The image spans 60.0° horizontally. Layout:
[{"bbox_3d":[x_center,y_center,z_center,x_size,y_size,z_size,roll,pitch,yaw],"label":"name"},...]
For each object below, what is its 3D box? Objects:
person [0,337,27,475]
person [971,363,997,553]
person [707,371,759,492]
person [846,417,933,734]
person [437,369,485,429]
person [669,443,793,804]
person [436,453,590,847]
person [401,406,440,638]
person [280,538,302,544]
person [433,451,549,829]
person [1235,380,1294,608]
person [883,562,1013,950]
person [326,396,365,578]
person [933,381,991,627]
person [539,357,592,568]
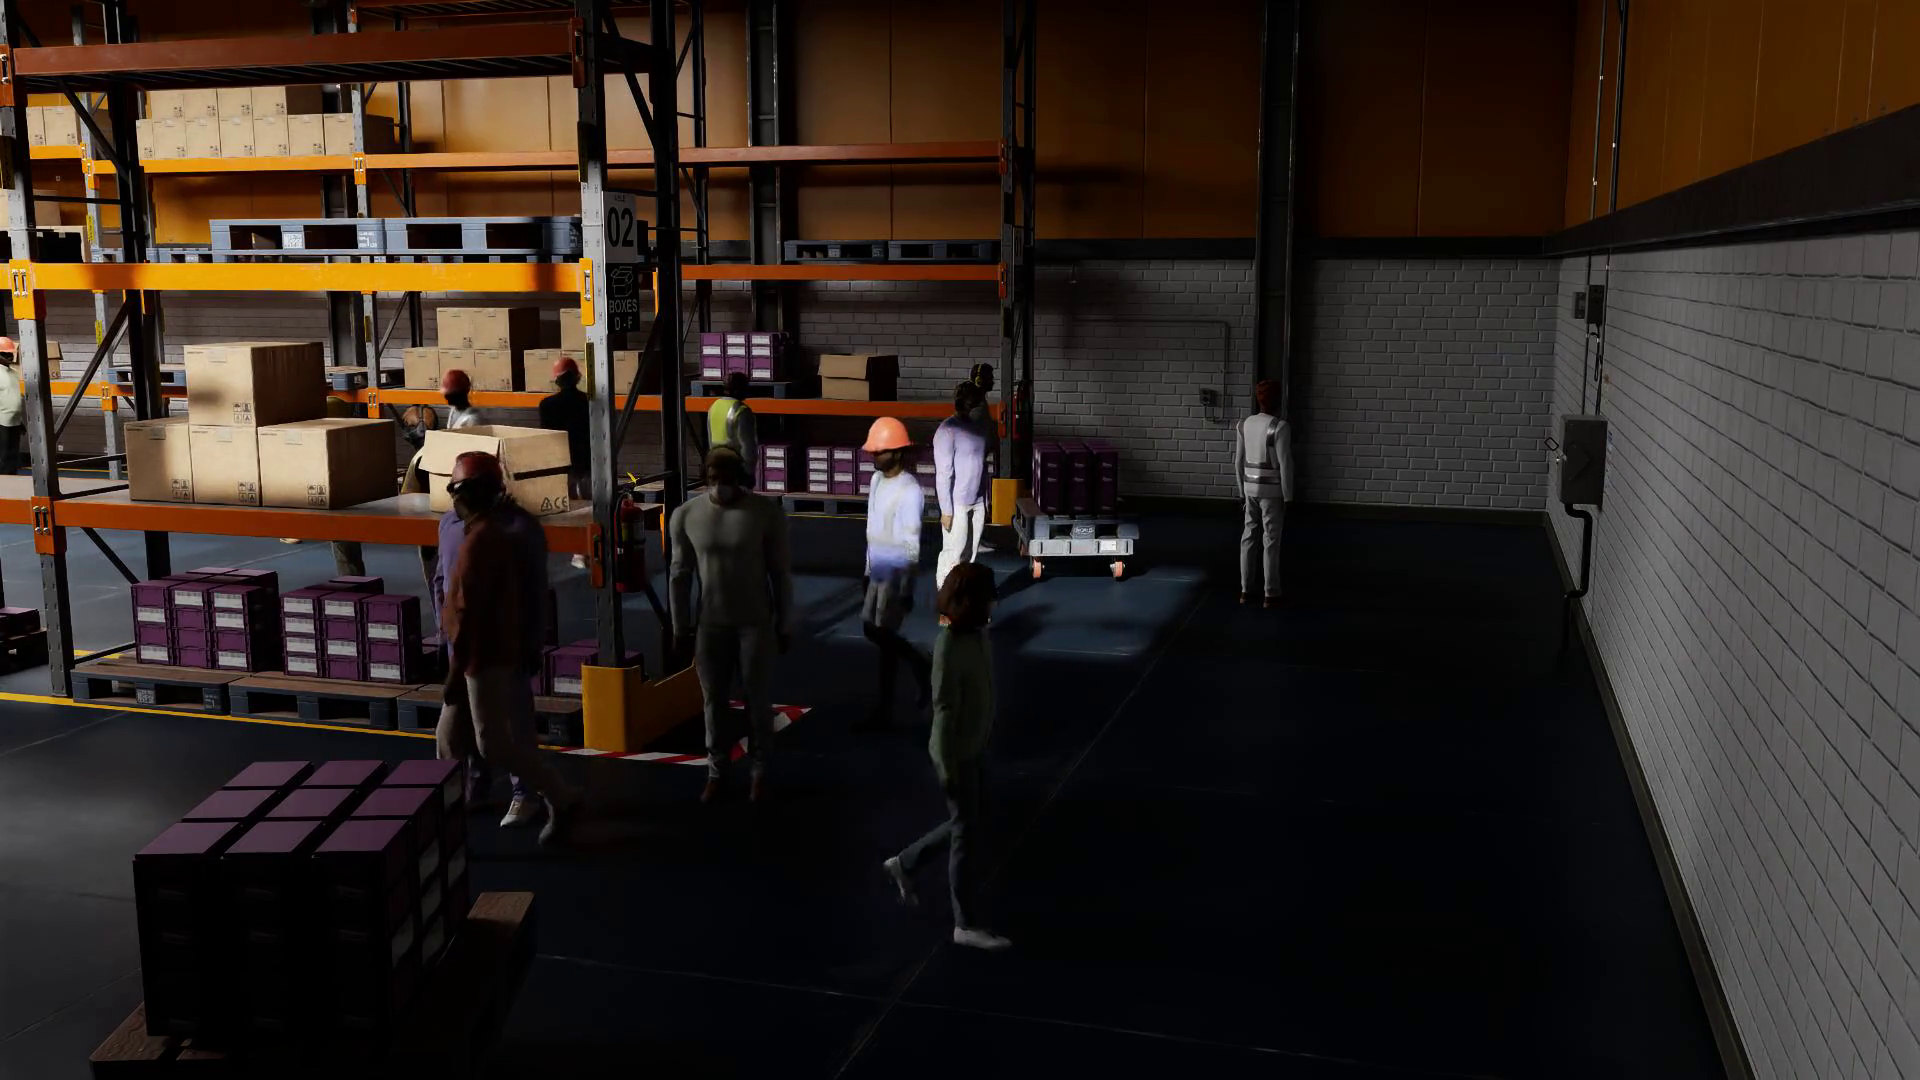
[{"bbox_3d":[-11.253,-1.400,19.650,0.394,1.994,0.612,0,9,1],"label":"person"},{"bbox_3d":[0.210,-0.810,16.433,0.313,1.869,0.538,1,9,5],"label":"person"},{"bbox_3d":[-2.095,-0.653,15.563,0.430,1.844,0.624,-8,12,-40],"label":"person"},{"bbox_3d":[-0.393,0.198,10.124,0.691,1.920,0.594,-4,10,-25],"label":"person"},{"bbox_3d":[-4.437,-0.572,14.850,0.444,1.911,0.577,-8,12,-39],"label":"person"},{"bbox_3d":[-1.198,0.442,8.667,0.644,1.920,0.420,1,9,6],"label":"person"},{"bbox_3d":[-2.257,0.558,7.907,0.896,1.928,0.620,-4,10,-21],"label":"person"},{"bbox_3d":[-3.783,-0.045,11.901,0.430,1.835,0.621,-3,10,-15],"label":"person"},{"bbox_3d":[-6.806,-0.893,17.021,0.429,1.847,0.625,3,10,20],"label":"person"},{"bbox_3d":[-2.379,0.498,8.359,0.649,1.904,0.401,4,10,23],"label":"person"},{"bbox_3d":[2.534,-0.382,13.787,0.355,1.883,0.574,-7,12,-38],"label":"person"},{"bbox_3d":[-0.052,0.880,6.877,0.531,1.623,0.502,3,10,19],"label":"person"},{"bbox_3d":[-4.752,-0.189,12.764,0.404,1.830,0.602,-2,10,-11],"label":"person"},{"bbox_3d":[0.021,-0.274,12.986,0.356,1.933,0.628,6,11,30],"label":"person"},{"bbox_3d":[-3.680,-0.745,15.752,0.607,1.959,0.819,-5,11,-28],"label":"person"}]
